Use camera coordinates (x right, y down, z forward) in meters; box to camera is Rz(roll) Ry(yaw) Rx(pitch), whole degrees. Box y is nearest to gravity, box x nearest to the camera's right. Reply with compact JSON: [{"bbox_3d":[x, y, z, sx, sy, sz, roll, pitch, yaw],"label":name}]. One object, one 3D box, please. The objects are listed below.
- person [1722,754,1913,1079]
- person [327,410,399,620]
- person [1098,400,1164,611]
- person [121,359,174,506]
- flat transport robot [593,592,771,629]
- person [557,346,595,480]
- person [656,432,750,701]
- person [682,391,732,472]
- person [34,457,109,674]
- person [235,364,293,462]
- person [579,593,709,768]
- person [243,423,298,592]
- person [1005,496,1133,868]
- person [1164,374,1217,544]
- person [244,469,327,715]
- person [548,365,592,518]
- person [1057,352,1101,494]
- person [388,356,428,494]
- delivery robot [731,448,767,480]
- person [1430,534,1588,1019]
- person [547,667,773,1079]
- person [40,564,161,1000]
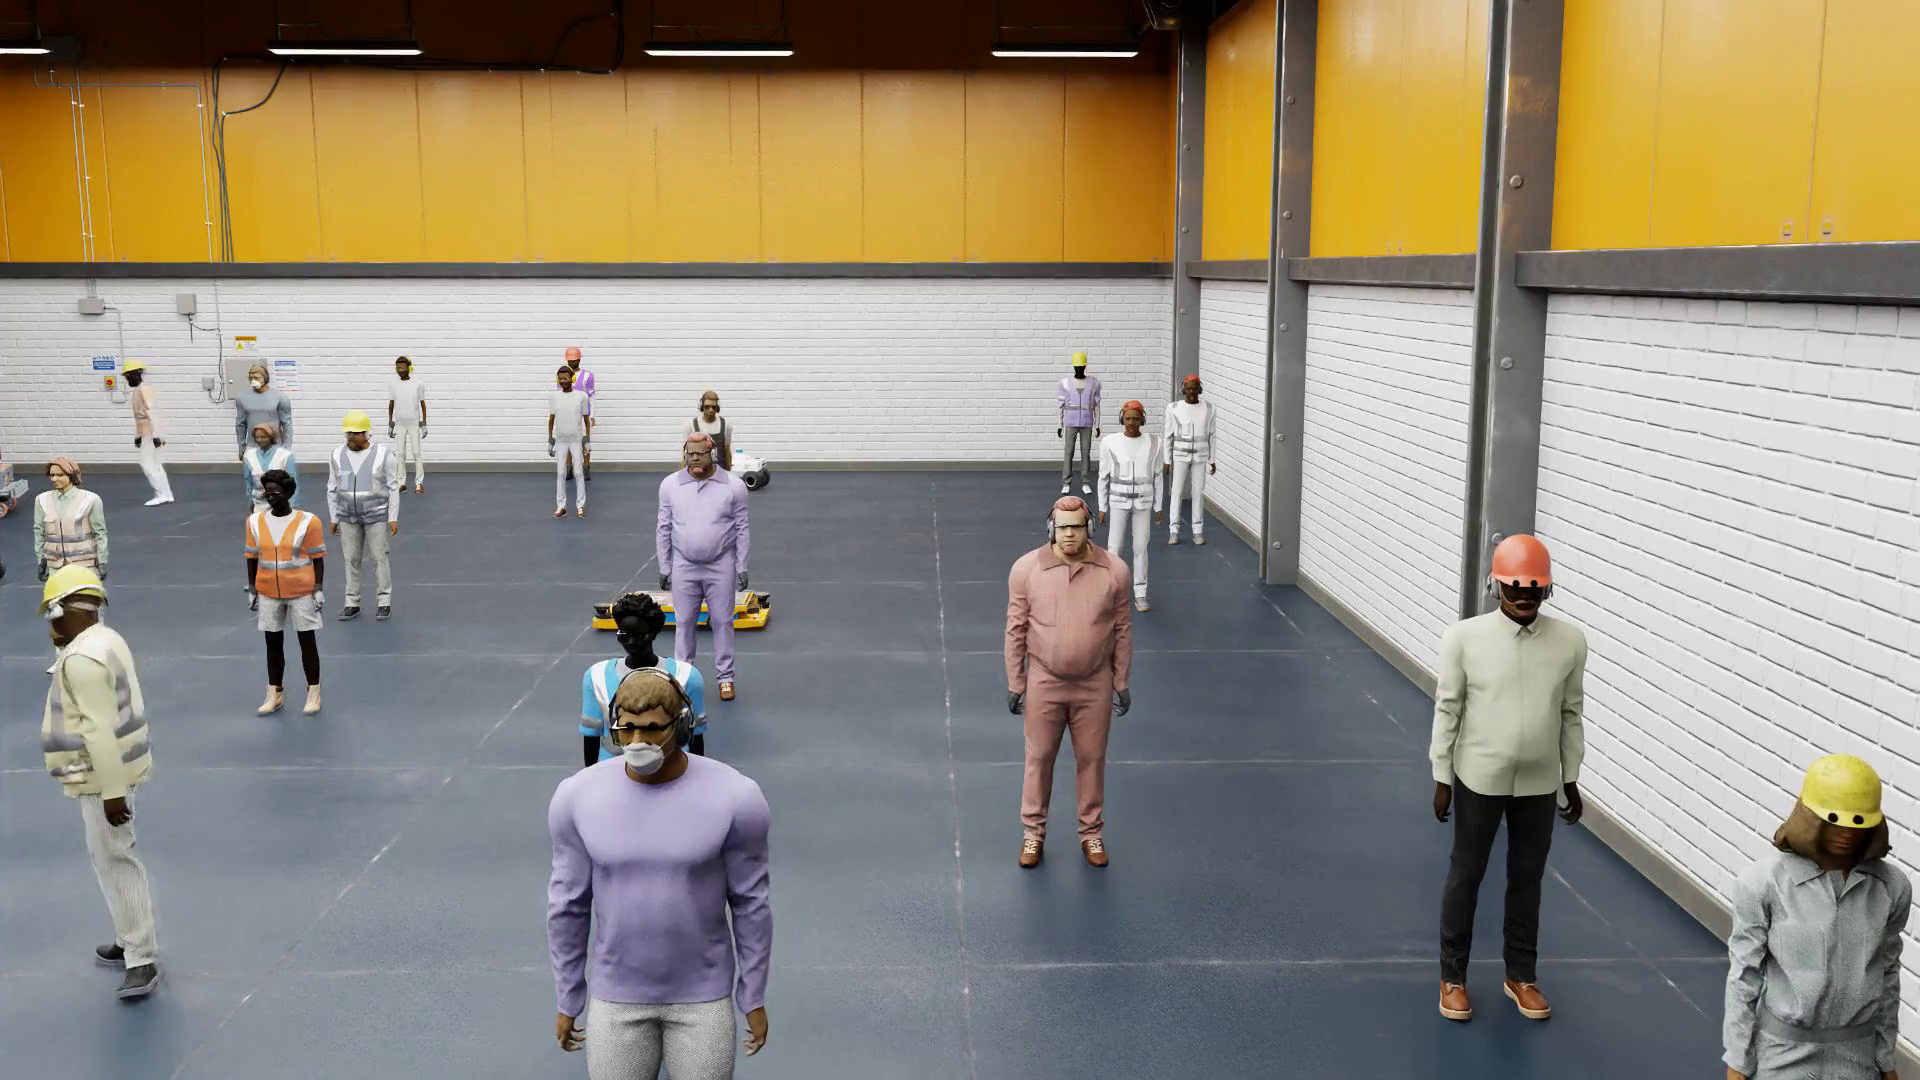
[{"bbox_3d":[2.360,1.427,4.593,0.492,1.740,0.325,0,9,-1],"label":"person"},{"bbox_3d":[-5.154,-0.210,14.358,0.600,1.827,0.403,0,9,-1],"label":"person"},{"bbox_3d":[1.513,-0.300,14.743,0.584,1.882,0.337,0,9,-1],"label":"person"},{"bbox_3d":[-10.437,-1.378,21.360,0.534,1.876,0.633,-5,11,-30],"label":"person"},{"bbox_3d":[-2.364,0.590,14.218,1.431,0.197,0.652,0,9,-1],"label":"flat transport robot"},{"bbox_3d":[-5.507,-1.809,23.840,0.551,1.932,0.376,0,9,-1],"label":"person"},{"bbox_3d":[-1.803,0.190,11.669,0.651,1.906,0.402,0,9,-1],"label":"person"},{"bbox_3d":[-2.644,-0.673,17.398,0.531,1.790,0.823,-2,10,-15],"label":"person"},{"bbox_3d":[-6.654,0.192,12.473,0.523,1.638,0.311,0,9,-1],"label":"person"},{"bbox_3d":[-8.057,-1.067,19.277,0.635,1.937,0.355,0,9,-1],"label":"person"},{"bbox_3d":[-1.332,1.052,7.026,0.540,1.695,0.317,0,9,-1],"label":"person"},{"bbox_3d":[-6.493,-0.313,15.700,0.521,1.582,0.797,0,9,-2],"label":"person"},{"bbox_3d":[0.553,0.721,8.418,0.651,1.906,0.402,0,9,-1],"label":"person"},{"bbox_3d":[2.537,-0.885,18.330,0.584,1.882,0.337,0,9,-1],"label":"person"},{"bbox_3d":[-4.574,0.356,11.294,0.540,1.695,0.317,0,9,-1],"label":"person"},{"bbox_3d":[-4.763,-1.195,20.276,0.533,1.868,0.310,0,9,-1],"label":"person"},{"bbox_3d":[1.606,-1.572,22.410,0.594,1.924,0.384,0,9,-1],"label":"person"},{"bbox_3d":[-7.465,-1.551,22.473,0.533,1.864,0.311,0,9,-1],"label":"person"},{"bbox_3d":[-3.045,-1.022,22.949,0.707,0.478,0.477,2,9,10],"label":"delivery robot"},{"bbox_3d":[2.212,0.957,6.700,0.622,1.992,0.397,0,9,-1],"label":"person"},{"bbox_3d":[-0.854,1.301,4.762,0.635,1.937,0.355,0,9,-1],"label":"person"},{"bbox_3d":[-3.634,1.013,7.020,0.420,1.786,0.739,-4,10,-23],"label":"person"}]
